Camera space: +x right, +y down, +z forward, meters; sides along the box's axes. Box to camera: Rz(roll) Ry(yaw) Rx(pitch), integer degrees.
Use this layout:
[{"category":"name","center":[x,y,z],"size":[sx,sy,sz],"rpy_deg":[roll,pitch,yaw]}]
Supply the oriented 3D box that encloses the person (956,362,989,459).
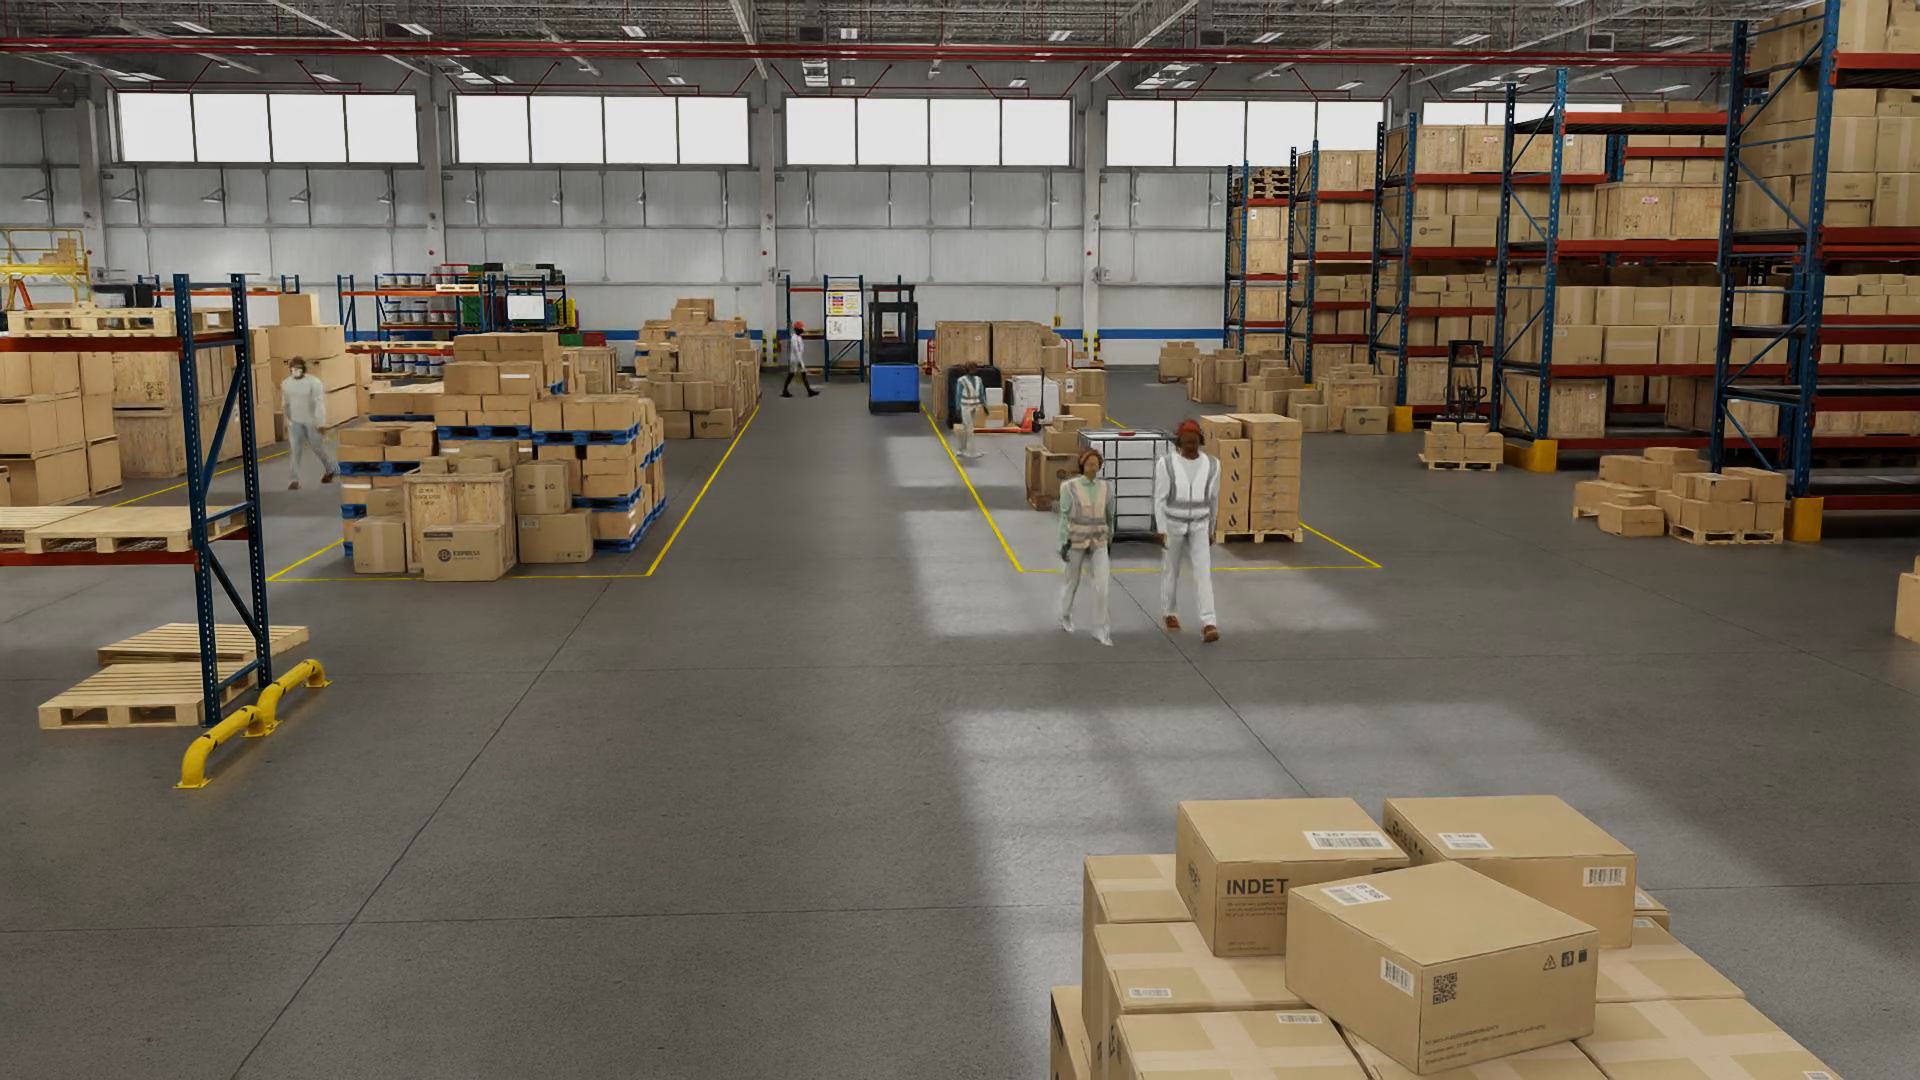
[{"category":"person","center":[0.216,-2.142,27.472],"size":[0.531,1.595,0.833],"rpy_deg":[-8,12,-42]}]

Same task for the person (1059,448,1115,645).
[{"category":"person","center":[1.032,0.034,13.838],"size":[0.517,1.620,0.777],"rpy_deg":[-3,9,-16]}]

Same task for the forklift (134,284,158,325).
[{"category":"forklift","center":[-18.151,-4.331,37.222],"size":[1.873,2.768,1.129],"rpy_deg":[-5,10,-30]}]

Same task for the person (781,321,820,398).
[{"category":"person","center":[-3.997,-4.446,41.060],"size":[0.994,1.882,0.566],"rpy_deg":[2,9,13]}]

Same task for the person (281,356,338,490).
[{"category":"person","center":[-9.333,-1.690,23.782],"size":[0.670,1.894,0.968],"rpy_deg":[1,9,7]}]

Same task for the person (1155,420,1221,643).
[{"category":"person","center":[1.890,-0.083,13.820],"size":[0.572,1.833,0.950],"rpy_deg":[0,9,-3]}]

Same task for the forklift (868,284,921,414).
[{"category":"forklift","center":[-1.447,-4.211,36.469],"size":[1.129,2.768,1.873],"rpy_deg":[-1,9,-4]}]

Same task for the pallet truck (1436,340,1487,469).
[{"category":"pallet truck","center":[8.004,-2.170,26.422],"size":[0.823,1.965,1.885],"rpy_deg":[2,9,14]}]
